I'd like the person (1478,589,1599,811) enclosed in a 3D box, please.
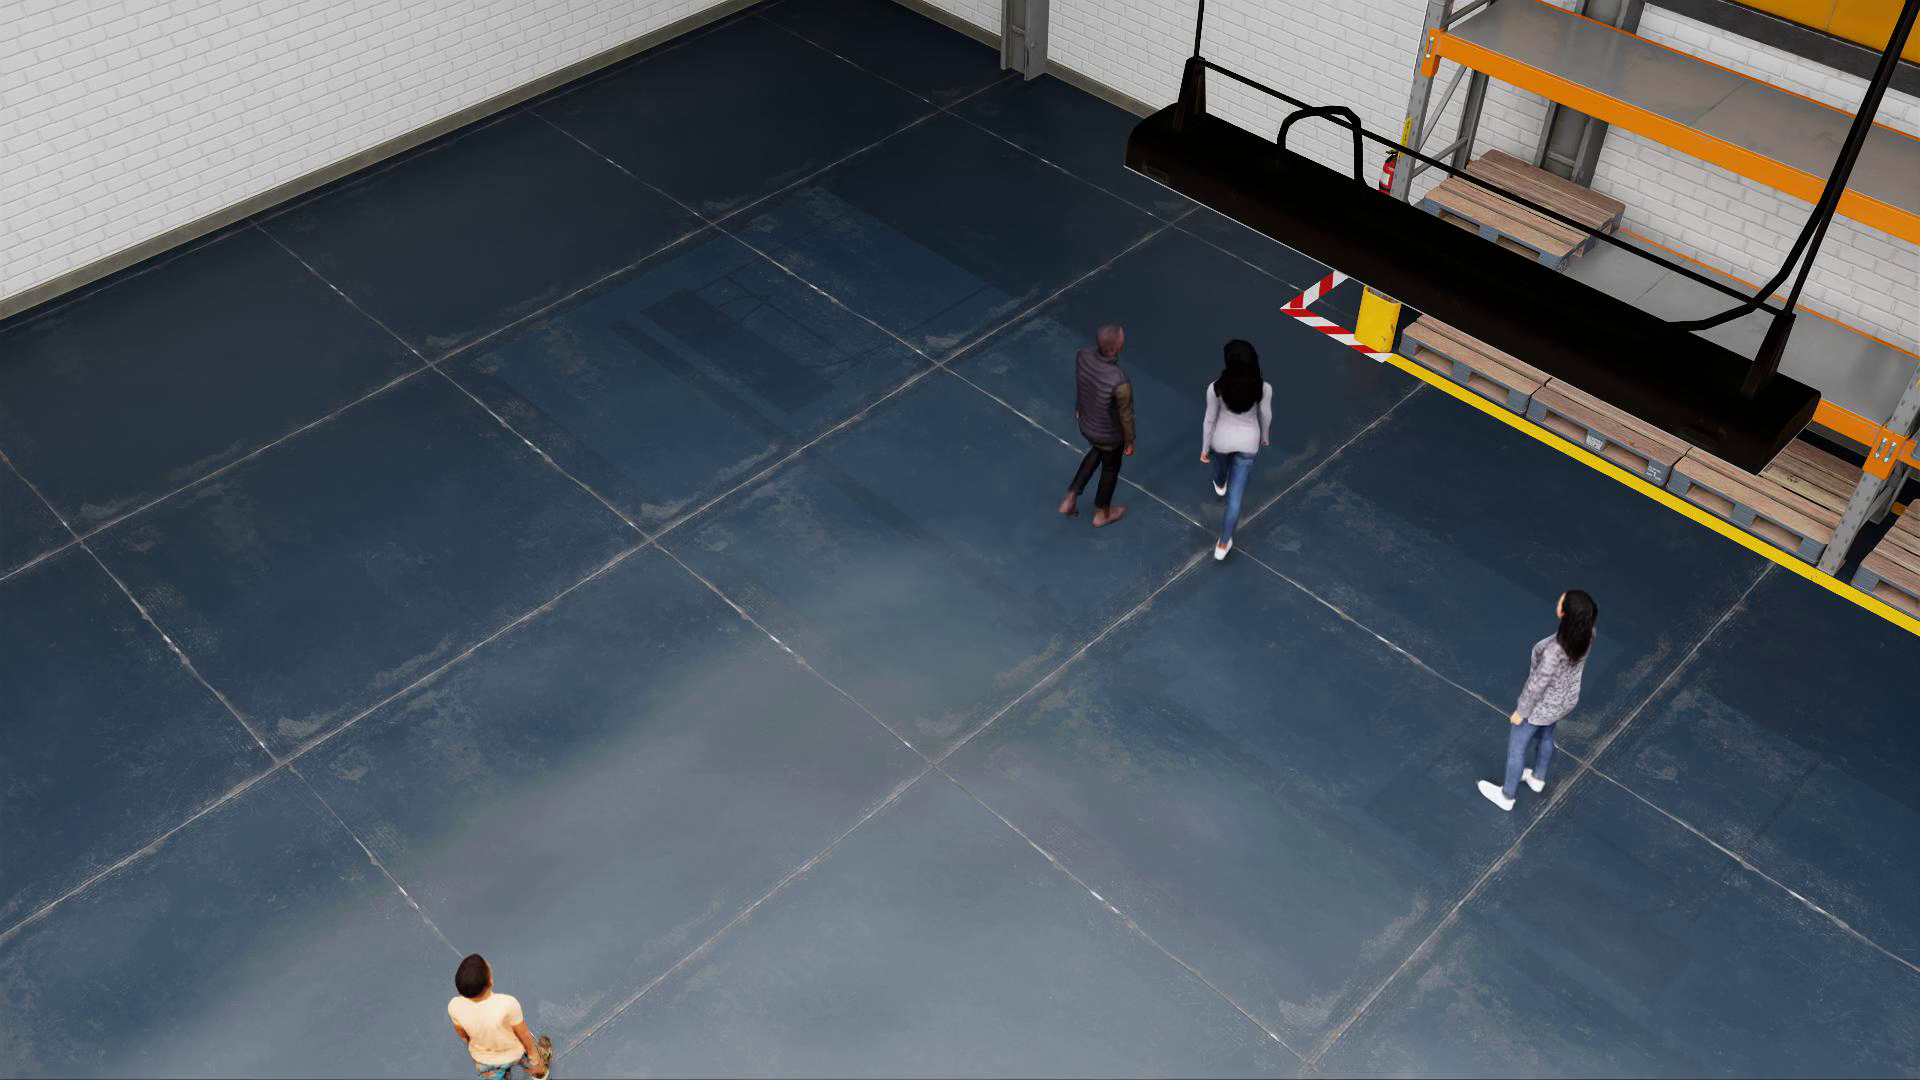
[{"bbox_3d":[3.557,0.970,10.057,0.654,1.726,0.576,-27,50,-26],"label":"person"}]

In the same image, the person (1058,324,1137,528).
[{"bbox_3d":[0.972,-0.771,11.812,0.843,1.827,0.775,-29,51,-27],"label":"person"}]

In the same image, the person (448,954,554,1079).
[{"bbox_3d":[-2.358,2.661,8.489,0.843,1.442,0.936,-4,44,-4],"label":"person"}]

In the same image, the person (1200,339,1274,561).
[{"bbox_3d":[1.929,-0.583,11.717,1.174,1.684,1.141,7,44,8],"label":"person"}]
